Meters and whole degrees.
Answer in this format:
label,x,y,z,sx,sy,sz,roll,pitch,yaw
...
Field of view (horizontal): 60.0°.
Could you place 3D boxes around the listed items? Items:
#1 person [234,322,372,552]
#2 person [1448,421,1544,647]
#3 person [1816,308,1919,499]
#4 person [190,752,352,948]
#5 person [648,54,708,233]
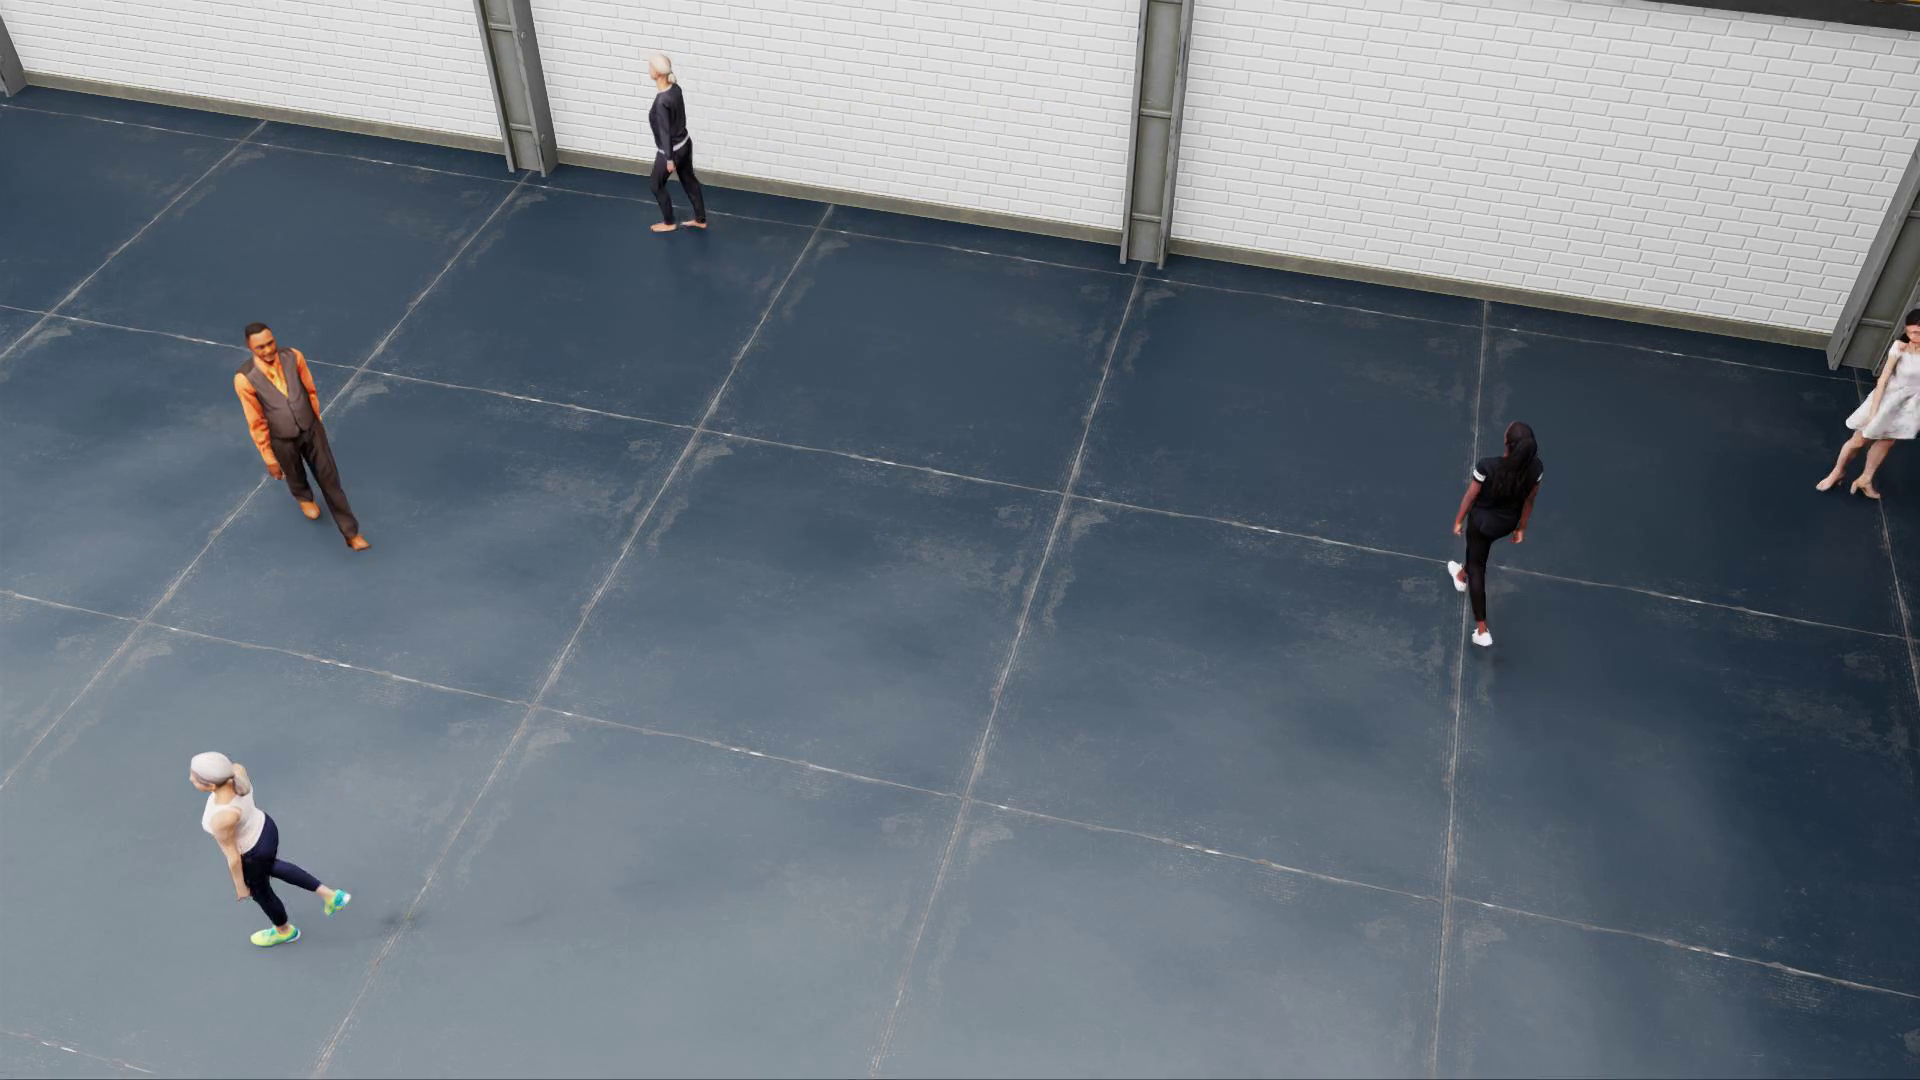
label,x,y,z,sx,sy,sz,roll,pitch,yaw
person,-4.793,-0.790,11.811,1.164,1.853,1.352,-31,52,-29
person,3.582,-0.046,11.145,1.179,1.694,0.949,-3,44,-3
person,6.838,-0.976,12.082,0.681,1.748,0.846,-12,45,-12
person,-3.855,1.722,9.288,0.940,1.695,0.788,-3,44,-4
person,-2.464,-3.480,14.739,0.693,1.709,0.626,11,45,11
